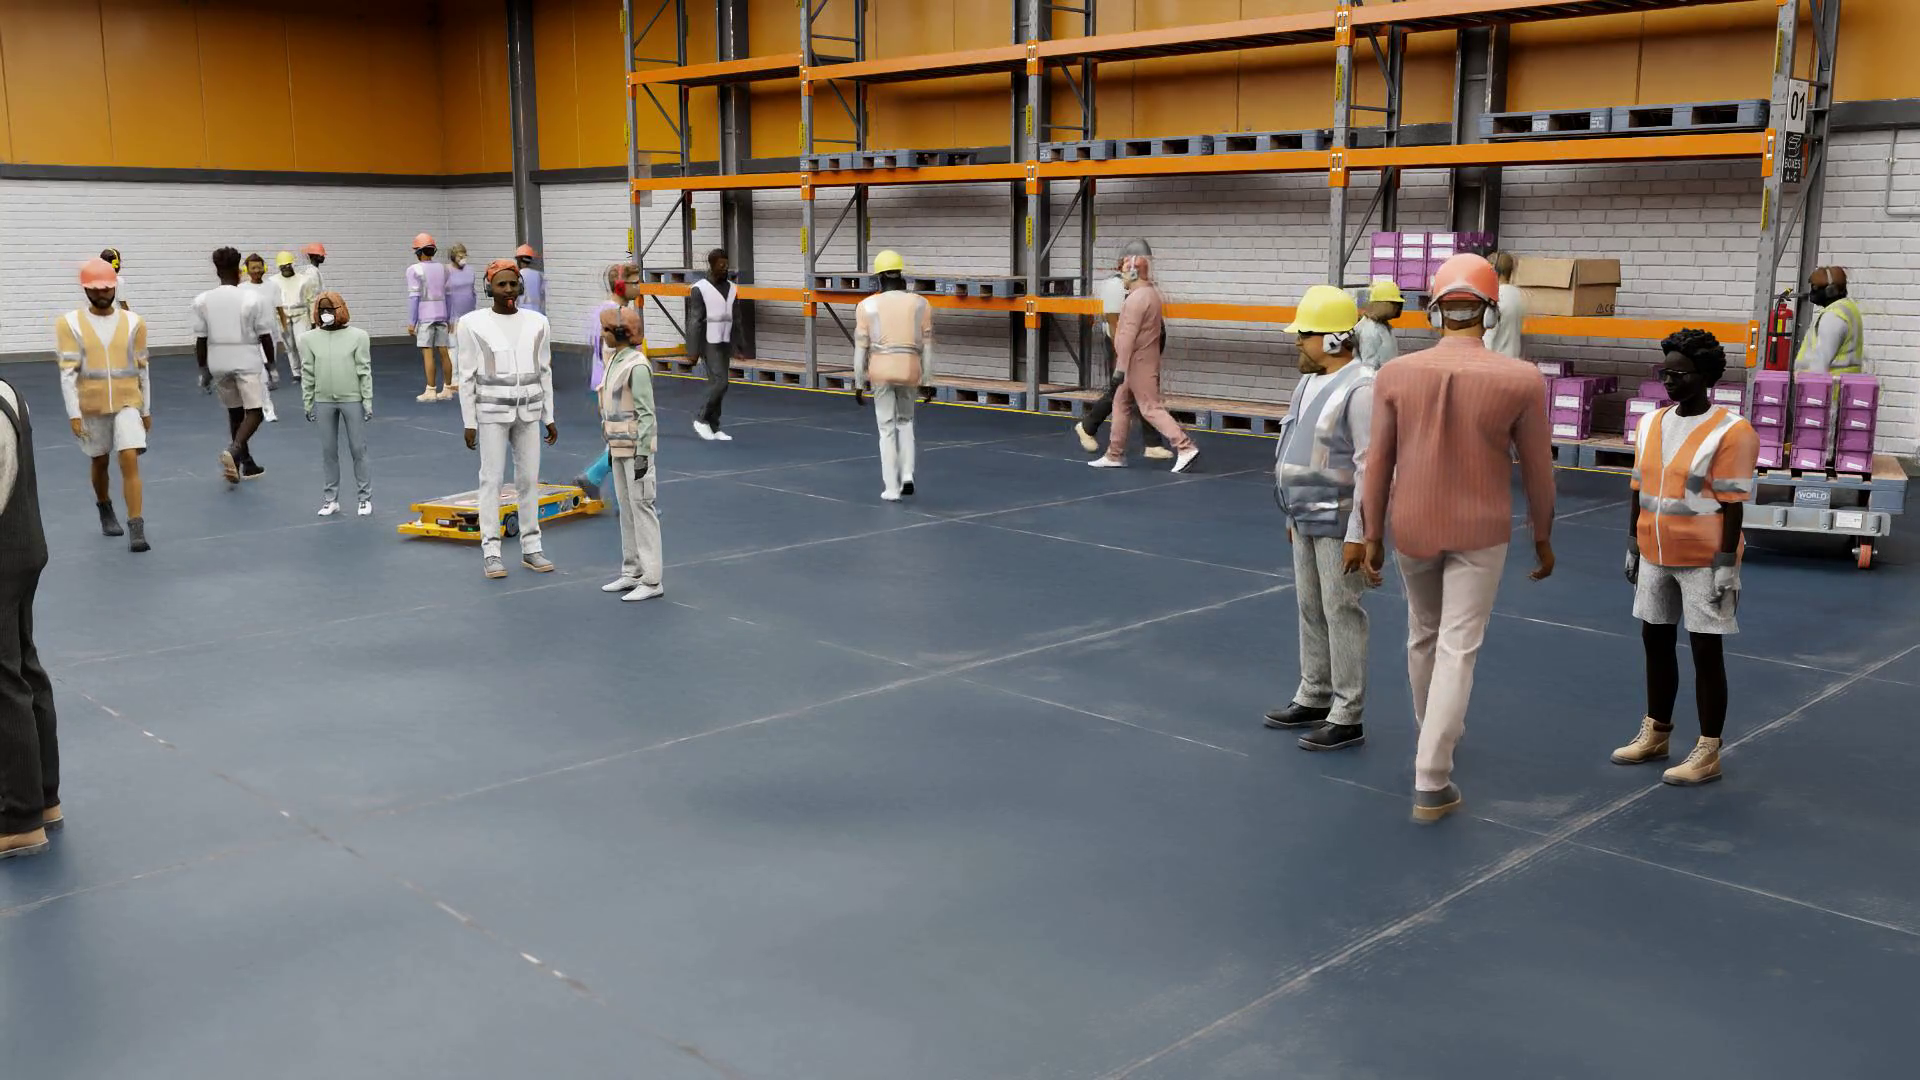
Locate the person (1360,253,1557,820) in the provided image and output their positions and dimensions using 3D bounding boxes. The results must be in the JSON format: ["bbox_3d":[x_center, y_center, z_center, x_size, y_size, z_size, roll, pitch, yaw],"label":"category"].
[{"bbox_3d":[1.823,-0.039,5.999,0.636,1.948,0.972,7,13,34],"label":"person"}]

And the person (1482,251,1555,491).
[{"bbox_3d":[4.313,-1.338,13.220,0.915,1.909,0.637,7,13,34],"label":"person"}]

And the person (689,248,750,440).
[{"bbox_3d":[-2.388,-1.914,16.389,0.476,1.897,0.589,6,12,28],"label":"person"}]

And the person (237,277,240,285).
[{"bbox_3d":[-9.425,-2.753,21.761,0.826,1.605,0.516,7,13,35],"label":"person"}]

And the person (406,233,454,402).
[{"bbox_3d":[-6.467,-2.699,20.255,0.394,2.044,0.609,7,13,35],"label":"person"}]

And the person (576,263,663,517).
[{"bbox_3d":[-2.445,-1.057,11.873,0.529,1.832,0.595,-1,10,-3],"label":"person"}]

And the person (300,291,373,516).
[{"bbox_3d":[-4.498,-0.982,12.031,0.497,1.629,0.271,-1,10,-5],"label":"person"}]

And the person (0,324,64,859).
[{"bbox_3d":[-3.173,0.121,5.418,0.345,1.847,0.508,-3,11,-14],"label":"person"}]

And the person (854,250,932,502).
[{"bbox_3d":[-0.518,-1.242,12.670,0.601,1.905,0.457,-3,11,-16],"label":"person"}]

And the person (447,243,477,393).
[{"bbox_3d":[-6.340,-2.820,21.259,0.590,1.915,0.646,5,12,27],"label":"person"}]

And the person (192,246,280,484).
[{"bbox_3d":[-5.914,-1.417,13.550,0.618,1.945,0.825,0,10,1],"label":"person"}]

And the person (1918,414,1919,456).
[{"bbox_3d":[5.773,-0.594,9.355,1.033,1.844,0.647,-6,12,-29],"label":"person"}]

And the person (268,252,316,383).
[{"bbox_3d":[-9.074,-3.000,22.577,0.602,1.788,0.772,-2,11,-13],"label":"person"}]

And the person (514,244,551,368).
[{"bbox_3d":[-5.673,-2.945,21.993,0.703,1.908,0.559,6,12,32],"label":"person"}]

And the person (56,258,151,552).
[{"bbox_3d":[-5.586,-0.899,10.890,0.541,1.889,1.013,-7,12,-32],"label":"person"}]

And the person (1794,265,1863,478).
[{"bbox_3d":[6.141,-1.028,11.778,0.451,1.816,0.632,7,12,32],"label":"person"}]

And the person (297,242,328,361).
[{"bbox_3d":[-9.721,-3.510,25.029,0.525,1.921,0.543,-3,11,-17],"label":"person"}]

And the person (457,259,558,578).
[{"bbox_3d":[-2.686,-0.722,9.914,0.582,1.882,0.351,-8,13,-37],"label":"person"}]

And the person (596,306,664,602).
[{"bbox_3d":[-1.838,-0.479,9.258,0.311,1.636,0.523,-6,12,-30],"label":"person"}]

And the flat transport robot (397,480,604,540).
[{"bbox_3d":[-3.169,-0.221,11.579,0.652,0.197,1.431,4,11,23],"label":"flat transport robot"}]

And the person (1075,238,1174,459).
[{"bbox_3d":[1.525,-1.773,15.212,0.901,2.000,0.686,9,14,40],"label":"person"}]

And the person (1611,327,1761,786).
[{"bbox_3d":[2.686,0.060,6.178,0.321,1.689,0.530,-5,12,-25],"label":"person"}]

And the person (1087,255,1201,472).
[{"bbox_3d":[1.608,-1.509,14.271,0.957,1.865,0.625,3,11,14],"label":"person"}]

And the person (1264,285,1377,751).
[{"bbox_3d":[1.445,-0.085,6.583,0.403,1.828,0.597,-2,11,-13],"label":"person"}]

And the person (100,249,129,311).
[{"bbox_3d":[-9.795,-2.437,19.329,0.507,1.861,0.329,4,11,22],"label":"person"}]

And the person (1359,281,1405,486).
[{"bbox_3d":[3.042,-1.046,12.183,0.871,1.701,0.497,8,13,36],"label":"person"}]

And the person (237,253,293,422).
[{"bbox_3d":[-7.704,-2.247,18.363,0.524,1.837,0.914,-8,13,-37],"label":"person"}]
